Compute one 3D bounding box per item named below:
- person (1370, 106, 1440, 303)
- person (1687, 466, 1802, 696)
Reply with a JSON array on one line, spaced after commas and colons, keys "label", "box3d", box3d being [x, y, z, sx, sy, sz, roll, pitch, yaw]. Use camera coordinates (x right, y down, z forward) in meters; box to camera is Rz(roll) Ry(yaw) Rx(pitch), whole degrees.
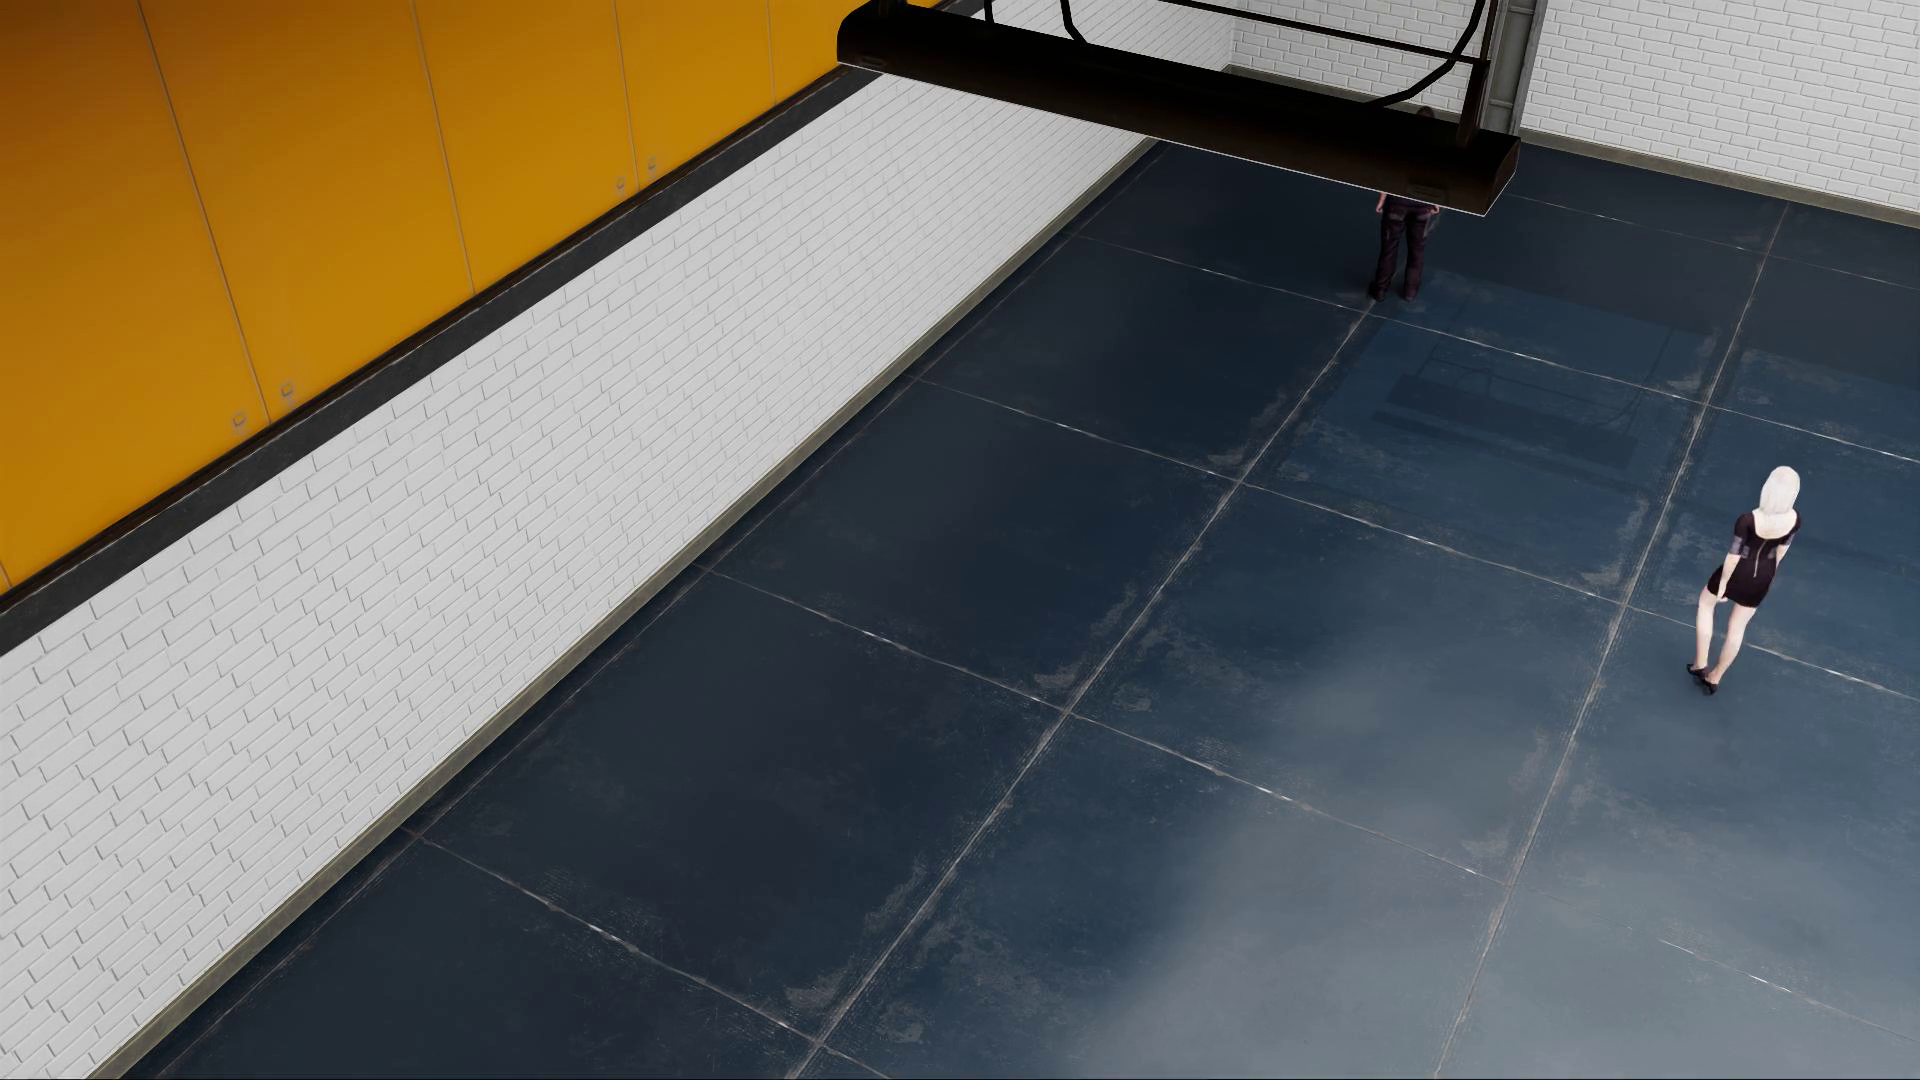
[{"label": "person", "box3d": [4.029, -3.009, 14.937, 0.707, 1.845, 0.869, 3, 39, 3]}, {"label": "person", "box3d": [5.122, 0.323, 10.788, 0.674, 1.817, 0.762, 2, 39, 2]}]
